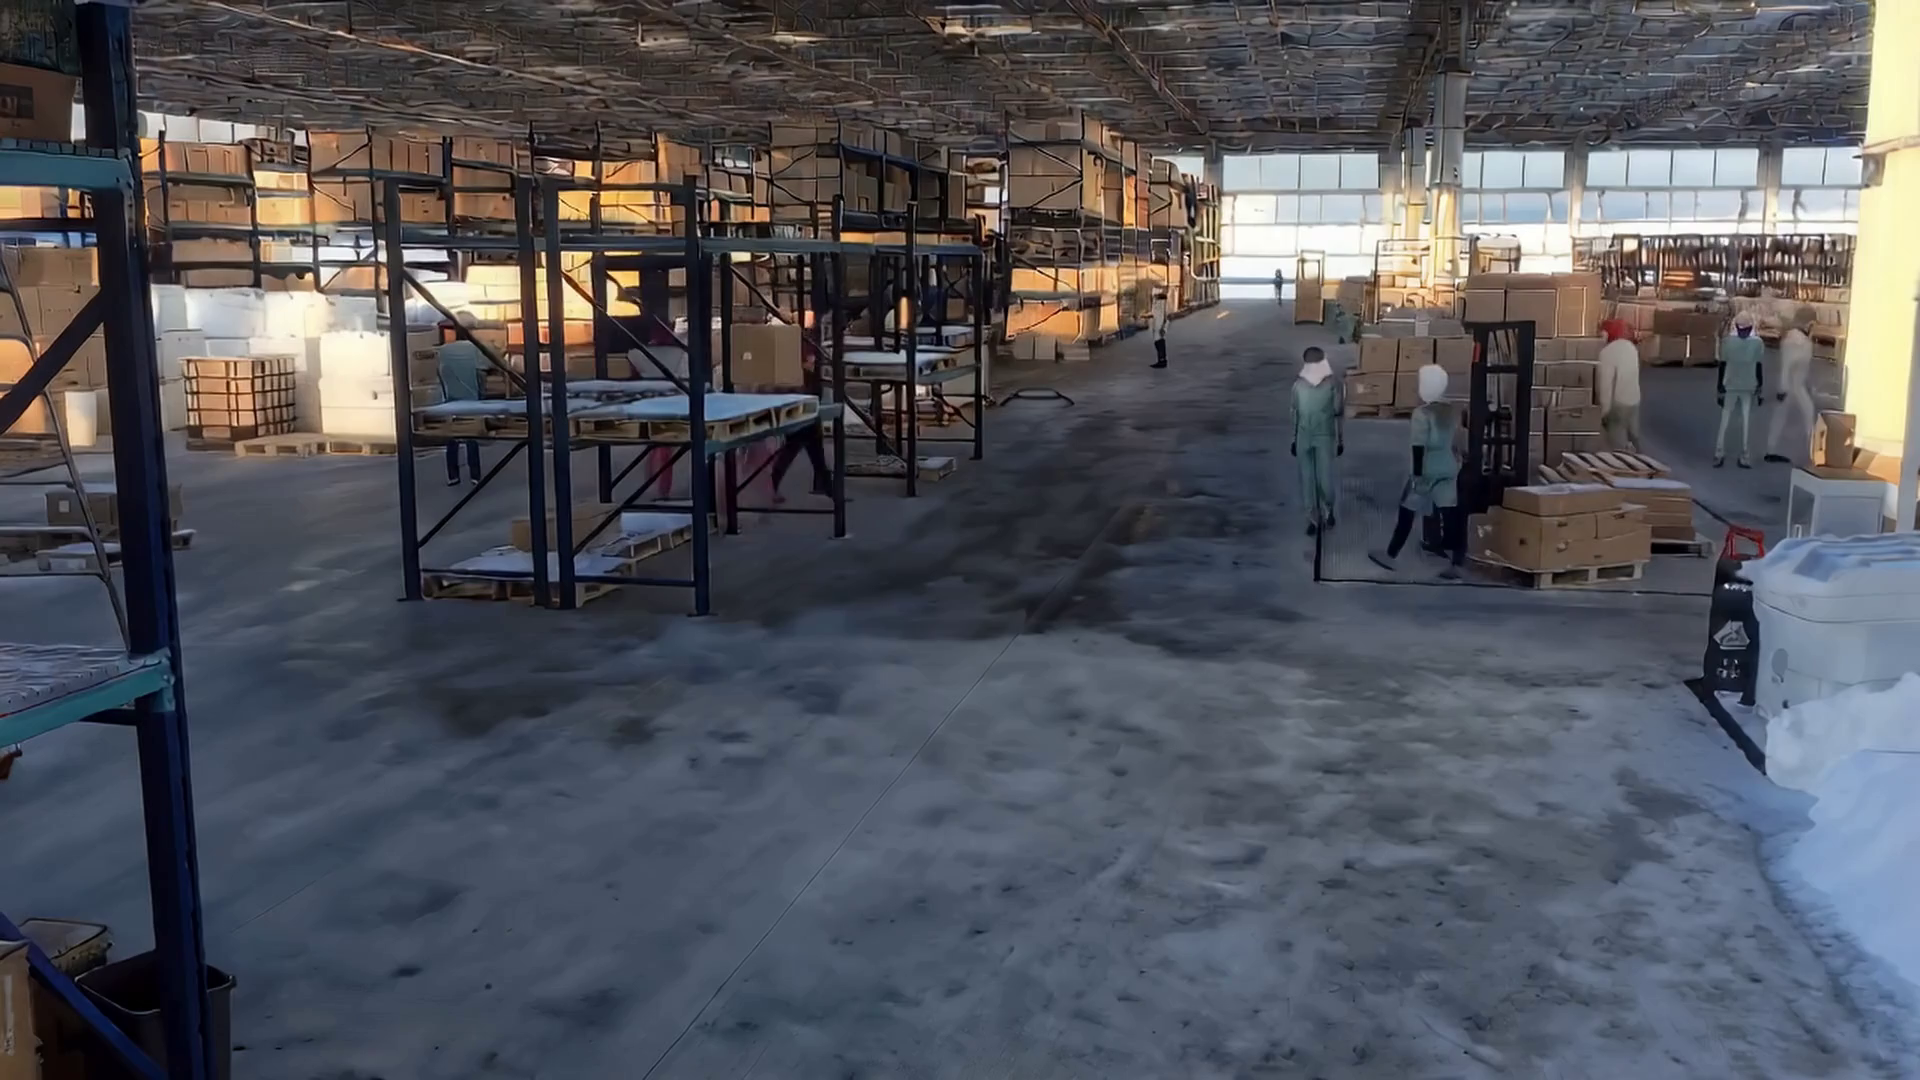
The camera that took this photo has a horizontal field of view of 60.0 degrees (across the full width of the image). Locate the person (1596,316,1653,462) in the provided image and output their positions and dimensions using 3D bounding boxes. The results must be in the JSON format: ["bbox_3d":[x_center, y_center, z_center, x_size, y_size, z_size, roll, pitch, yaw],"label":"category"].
[{"bbox_3d":[7.003,-1.384,17.347,0.723,1.891,0.765,-8,13,-40],"label":"person"}]

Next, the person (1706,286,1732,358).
[{"bbox_3d":[18.445,-5.255,40.447,0.612,1.816,0.565,2,10,14],"label":"person"}]

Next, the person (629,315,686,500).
[{"bbox_3d":[-3.123,-1.373,17.260,0.592,1.897,0.624,-2,10,-12],"label":"person"}]

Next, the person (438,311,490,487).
[{"bbox_3d":[-5.403,-1.536,18.165,0.585,1.917,0.409,3,10,17],"label":"person"}]

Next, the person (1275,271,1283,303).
[{"bbox_3d":[18.019,-14.246,93.665,0.521,1.830,0.653,-2,10,-13],"label":"person"}]

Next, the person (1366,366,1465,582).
[{"bbox_3d":[3.601,-0.522,12.898,0.550,1.647,0.883,-7,12,-35],"label":"person"}]

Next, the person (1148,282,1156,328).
[{"bbox_3d":[6.827,-8.262,58.684,0.703,1.664,0.559,3,10,17],"label":"person"}]

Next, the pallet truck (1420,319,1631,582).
[{"bbox_3d":[4.543,-0.757,13.299,0.823,1.965,1.885,-4,10,-22],"label":"pallet truck"}]

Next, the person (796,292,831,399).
[{"bbox_3d":[-2.622,-3.399,29.199,0.628,1.923,1.000,4,10,21],"label":"person"}]

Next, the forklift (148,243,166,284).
[{"bbox_3d":[-17.945,-5.157,36.742,1.873,2.768,1.129,2,10,12],"label":"forklift"}]

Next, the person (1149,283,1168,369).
[{"bbox_3d":[4.509,-4.855,37.746,0.368,1.935,0.552,-3,10,-17],"label":"person"}]

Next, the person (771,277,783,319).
[{"bbox_3d":[-5.961,-7.588,53.980,0.393,1.920,0.587,-3,10,-18],"label":"person"}]

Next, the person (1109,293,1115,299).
[{"bbox_3d":[6.460,-10.239,70.525,0.284,1.633,0.497,-2,10,-11],"label":"person"}]

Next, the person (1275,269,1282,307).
[{"bbox_3d":[16.665,-13.216,87.130,0.415,1.985,0.611,1,10,7],"label":"person"}]

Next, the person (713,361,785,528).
[{"bbox_3d":[-1.981,-1.028,15.433,0.681,1.828,0.676,2,10,14],"label":"person"}]

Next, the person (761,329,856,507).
[{"bbox_3d":[-1.580,-1.222,16.693,1.014,1.796,0.513,2,10,12],"label":"person"}]

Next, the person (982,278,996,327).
[{"bbox_3d":[1.056,-8.446,59.385,0.636,1.818,0.439,-7,12,-35],"label":"person"}]

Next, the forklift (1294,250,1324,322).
[{"bbox_3d":[13.778,-10.002,65.433,1.129,2.768,1.873,2,10,12],"label":"forklift"}]

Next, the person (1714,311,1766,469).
[{"bbox_3d":[9.219,-1.767,19.652,0.520,1.873,0.333,3,10,18],"label":"person"}]

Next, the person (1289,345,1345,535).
[{"bbox_3d":[3.190,-0.890,14.917,0.494,1.722,0.386,4,10,21],"label":"person"}]

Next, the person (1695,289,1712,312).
[{"bbox_3d":[19.608,-5.745,43.735,0.548,1.681,0.439,3,10,15],"label":"person"}]

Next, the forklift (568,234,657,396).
[{"bbox_3d":[-4.879,-3.040,24.210,1.129,2.768,1.873,2,10,12],"label":"forklift"}]

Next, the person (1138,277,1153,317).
[{"bbox_3d":[6.730,-8.522,59.722,0.988,1.862,0.666,4,10,23],"label":"person"}]

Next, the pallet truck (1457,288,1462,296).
[{"bbox_3d":[20.506,-9.785,68.819,0.653,1.274,1.630,2,10,12],"label":"pallet truck"}]

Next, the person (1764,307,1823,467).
[{"bbox_3d":[10.168,-1.827,19.943,0.950,1.901,0.635,8,12,38],"label":"person"}]
